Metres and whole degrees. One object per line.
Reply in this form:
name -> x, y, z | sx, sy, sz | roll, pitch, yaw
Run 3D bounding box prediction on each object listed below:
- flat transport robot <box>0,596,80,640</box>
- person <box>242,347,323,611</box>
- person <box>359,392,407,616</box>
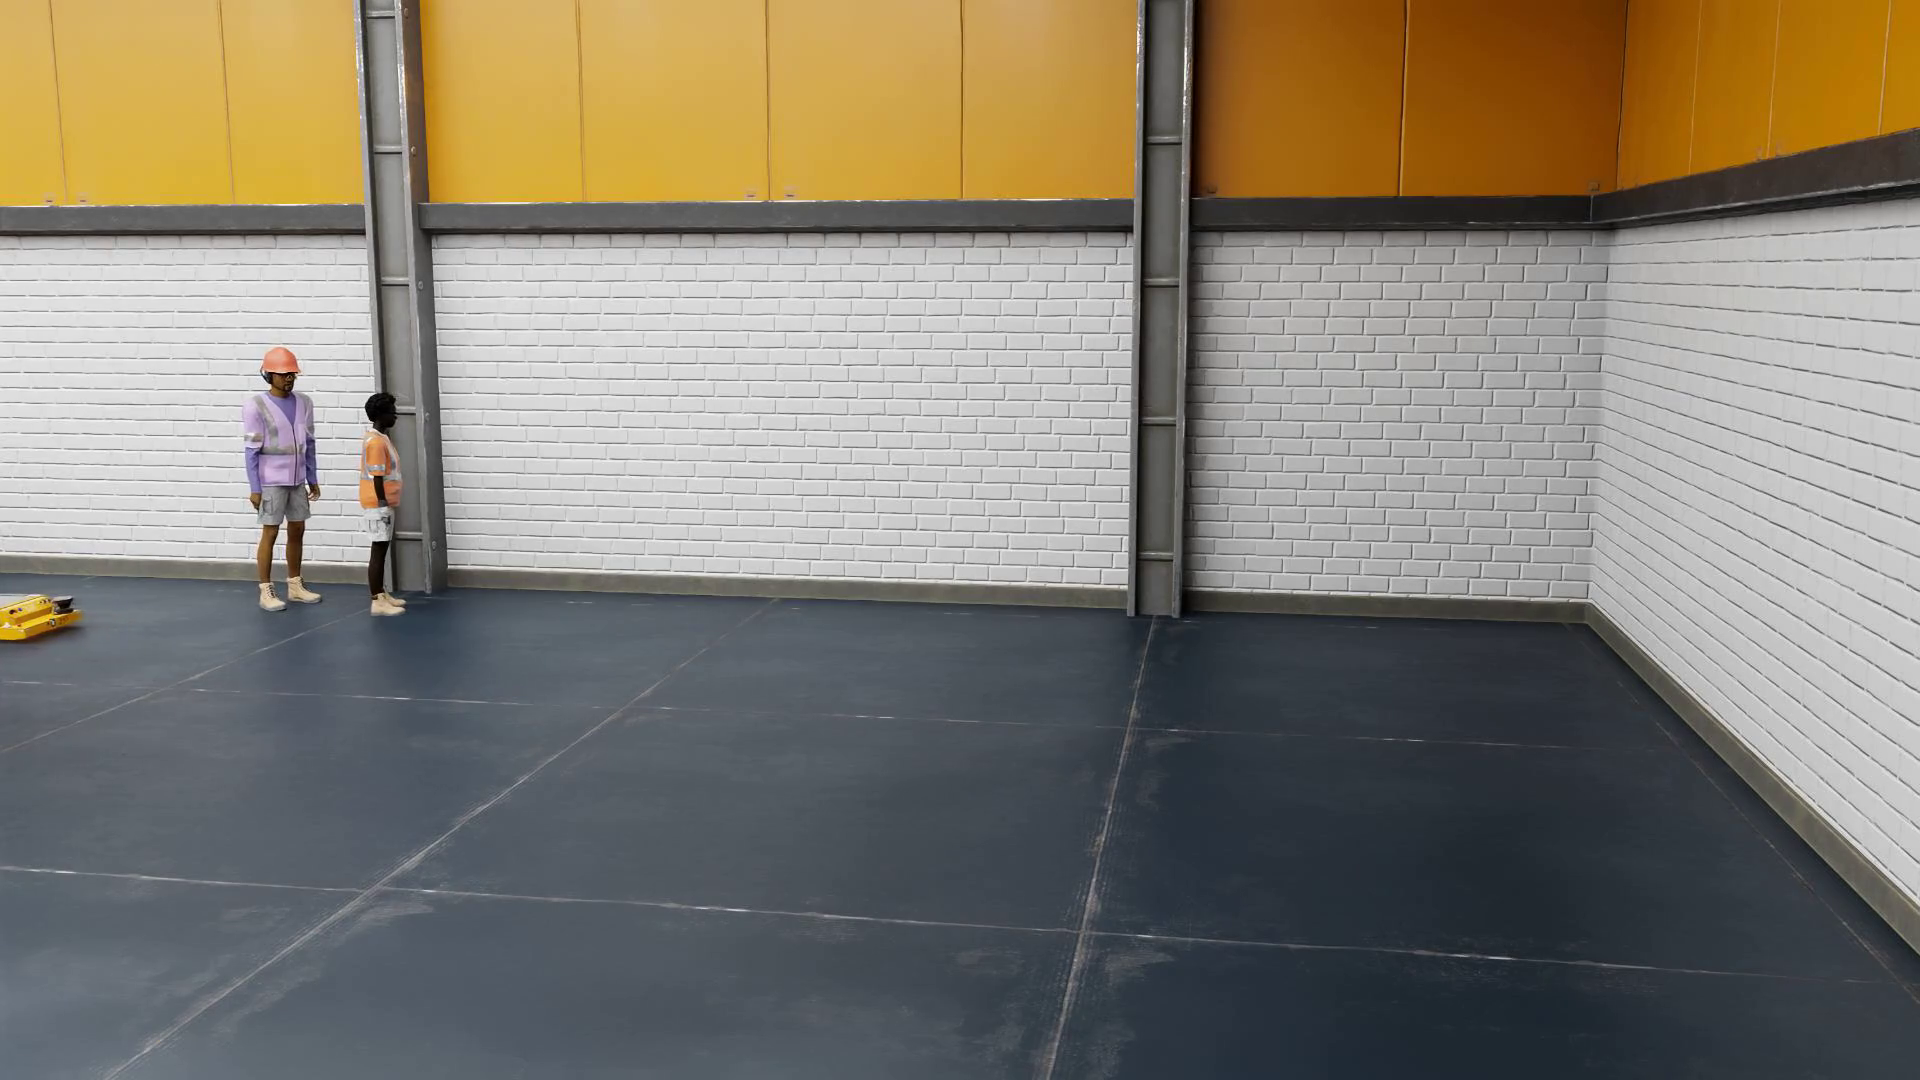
flat transport robot -> -7.207, 0.541, 11.955 | 1.431, 0.197, 0.652 | 1, 9, 4
person -> -5.191, -0.466, 12.792 | 0.449, 2.030, 0.622 | 5, 10, 26
person -> -4.382, -0.273, 12.610 | 0.317, 1.693, 0.535 | -3, 10, -15
